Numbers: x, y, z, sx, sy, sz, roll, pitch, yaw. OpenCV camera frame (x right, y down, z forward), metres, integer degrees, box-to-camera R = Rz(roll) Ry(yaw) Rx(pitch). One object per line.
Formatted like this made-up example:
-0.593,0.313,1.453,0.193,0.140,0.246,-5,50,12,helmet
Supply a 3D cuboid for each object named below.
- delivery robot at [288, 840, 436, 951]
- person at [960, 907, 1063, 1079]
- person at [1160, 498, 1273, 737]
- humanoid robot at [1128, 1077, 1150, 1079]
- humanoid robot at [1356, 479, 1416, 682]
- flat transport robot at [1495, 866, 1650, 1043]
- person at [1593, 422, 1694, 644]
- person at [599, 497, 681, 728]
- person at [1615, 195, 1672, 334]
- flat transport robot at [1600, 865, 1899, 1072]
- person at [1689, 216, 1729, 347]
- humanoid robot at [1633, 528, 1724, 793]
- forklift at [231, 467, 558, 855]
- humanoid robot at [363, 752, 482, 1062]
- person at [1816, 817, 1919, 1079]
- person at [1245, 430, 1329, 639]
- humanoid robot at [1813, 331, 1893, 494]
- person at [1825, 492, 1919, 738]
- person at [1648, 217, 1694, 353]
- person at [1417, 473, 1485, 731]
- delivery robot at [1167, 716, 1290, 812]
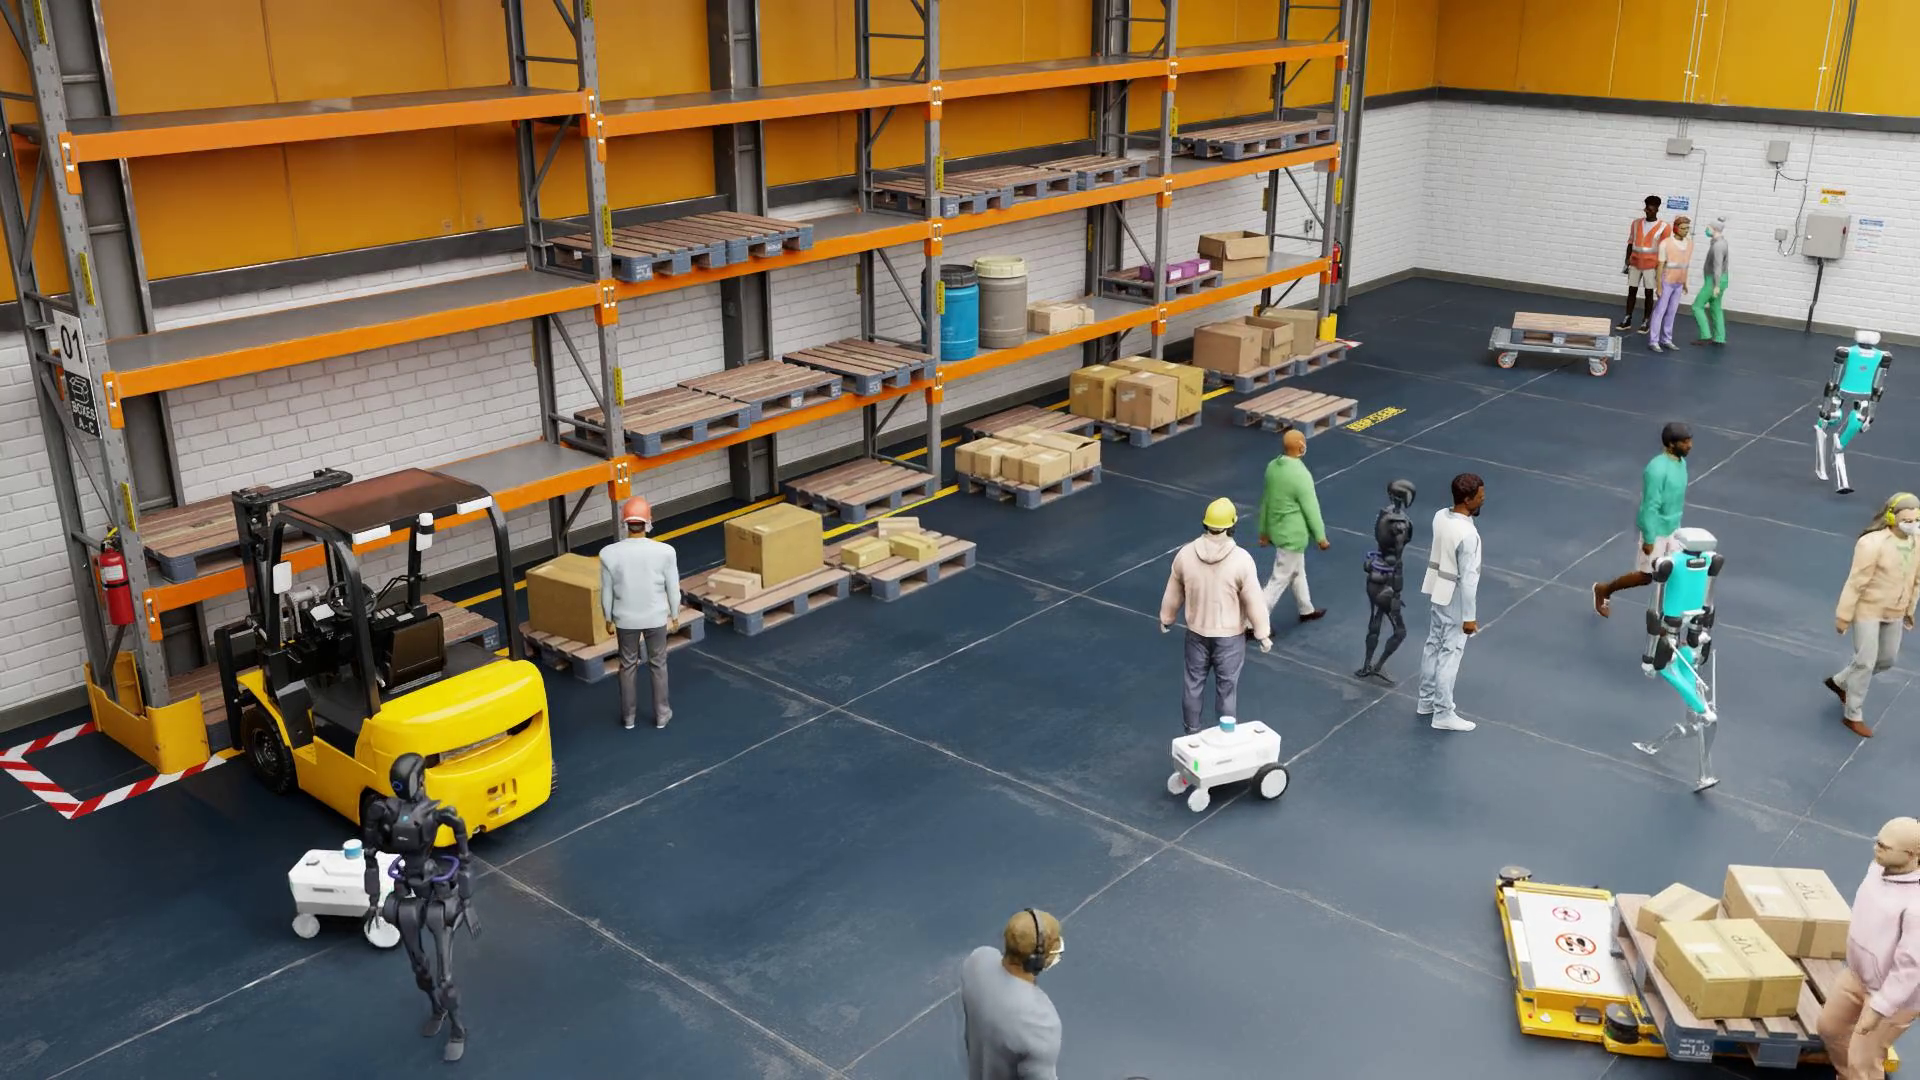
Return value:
-3.473,2.022,9.650,0.774,0.588,0.499,2,20,6,delivery robot
0.156,2.352,6.813,0.628,1.914,0.641,-12,23,-29,person
1.761,0.616,11.573,0.808,1.868,0.407,9,22,24,person
0.639,2.702,6.193,0.355,1.641,0.589,15,25,36,humanoid robot
3.255,0.307,12.688,0.324,1.649,0.610,0,20,1,humanoid robot
3.410,2.306,9.302,0.659,0.231,1.431,4,21,11,flat transport robot
5.660,-0.092,13.548,0.503,1.830,0.757,-14,24,-33,person
-2.292,0.529,11.995,0.570,1.738,0.351,-3,20,-7,person
9.797,-3.951,23.809,0.368,1.965,0.605,-19,27,-41,person
4.086,2.495,8.791,1.431,0.231,0.659,2,20,6,flat transport robot
10.409,-3.555,22.947,0.545,1.815,0.564,11,23,27,person
4.998,0.862,11.188,0.536,1.783,1.040,-7,21,-17,humanoid robot
-3.730,0.710,10.856,2.313,2.155,1.214,17,26,38,forklift
-2.766,1.851,8.507,0.616,1.645,0.470,1,20,4,humanoid robot
4.288,2.088,7.749,0.475,1.759,0.561,0,20,1,person
2.708,-0.056,13.584,0.910,1.733,0.530,-7,21,-18,person
9.075,-1.332,17.042,0.562,1.733,1.028,5,21,12,humanoid robot
6.549,0.483,11.977,0.576,1.848,0.628,-6,21,-15,person
9.729,-3.499,22.753,0.564,1.846,0.391,-9,22,-24,person
3.548,0.434,11.994,0.392,1.919,0.592,-3,20,-7,person
1.799,1.475,11.164,0.814,0.611,0.499,-9,22,-23,delivery robot
